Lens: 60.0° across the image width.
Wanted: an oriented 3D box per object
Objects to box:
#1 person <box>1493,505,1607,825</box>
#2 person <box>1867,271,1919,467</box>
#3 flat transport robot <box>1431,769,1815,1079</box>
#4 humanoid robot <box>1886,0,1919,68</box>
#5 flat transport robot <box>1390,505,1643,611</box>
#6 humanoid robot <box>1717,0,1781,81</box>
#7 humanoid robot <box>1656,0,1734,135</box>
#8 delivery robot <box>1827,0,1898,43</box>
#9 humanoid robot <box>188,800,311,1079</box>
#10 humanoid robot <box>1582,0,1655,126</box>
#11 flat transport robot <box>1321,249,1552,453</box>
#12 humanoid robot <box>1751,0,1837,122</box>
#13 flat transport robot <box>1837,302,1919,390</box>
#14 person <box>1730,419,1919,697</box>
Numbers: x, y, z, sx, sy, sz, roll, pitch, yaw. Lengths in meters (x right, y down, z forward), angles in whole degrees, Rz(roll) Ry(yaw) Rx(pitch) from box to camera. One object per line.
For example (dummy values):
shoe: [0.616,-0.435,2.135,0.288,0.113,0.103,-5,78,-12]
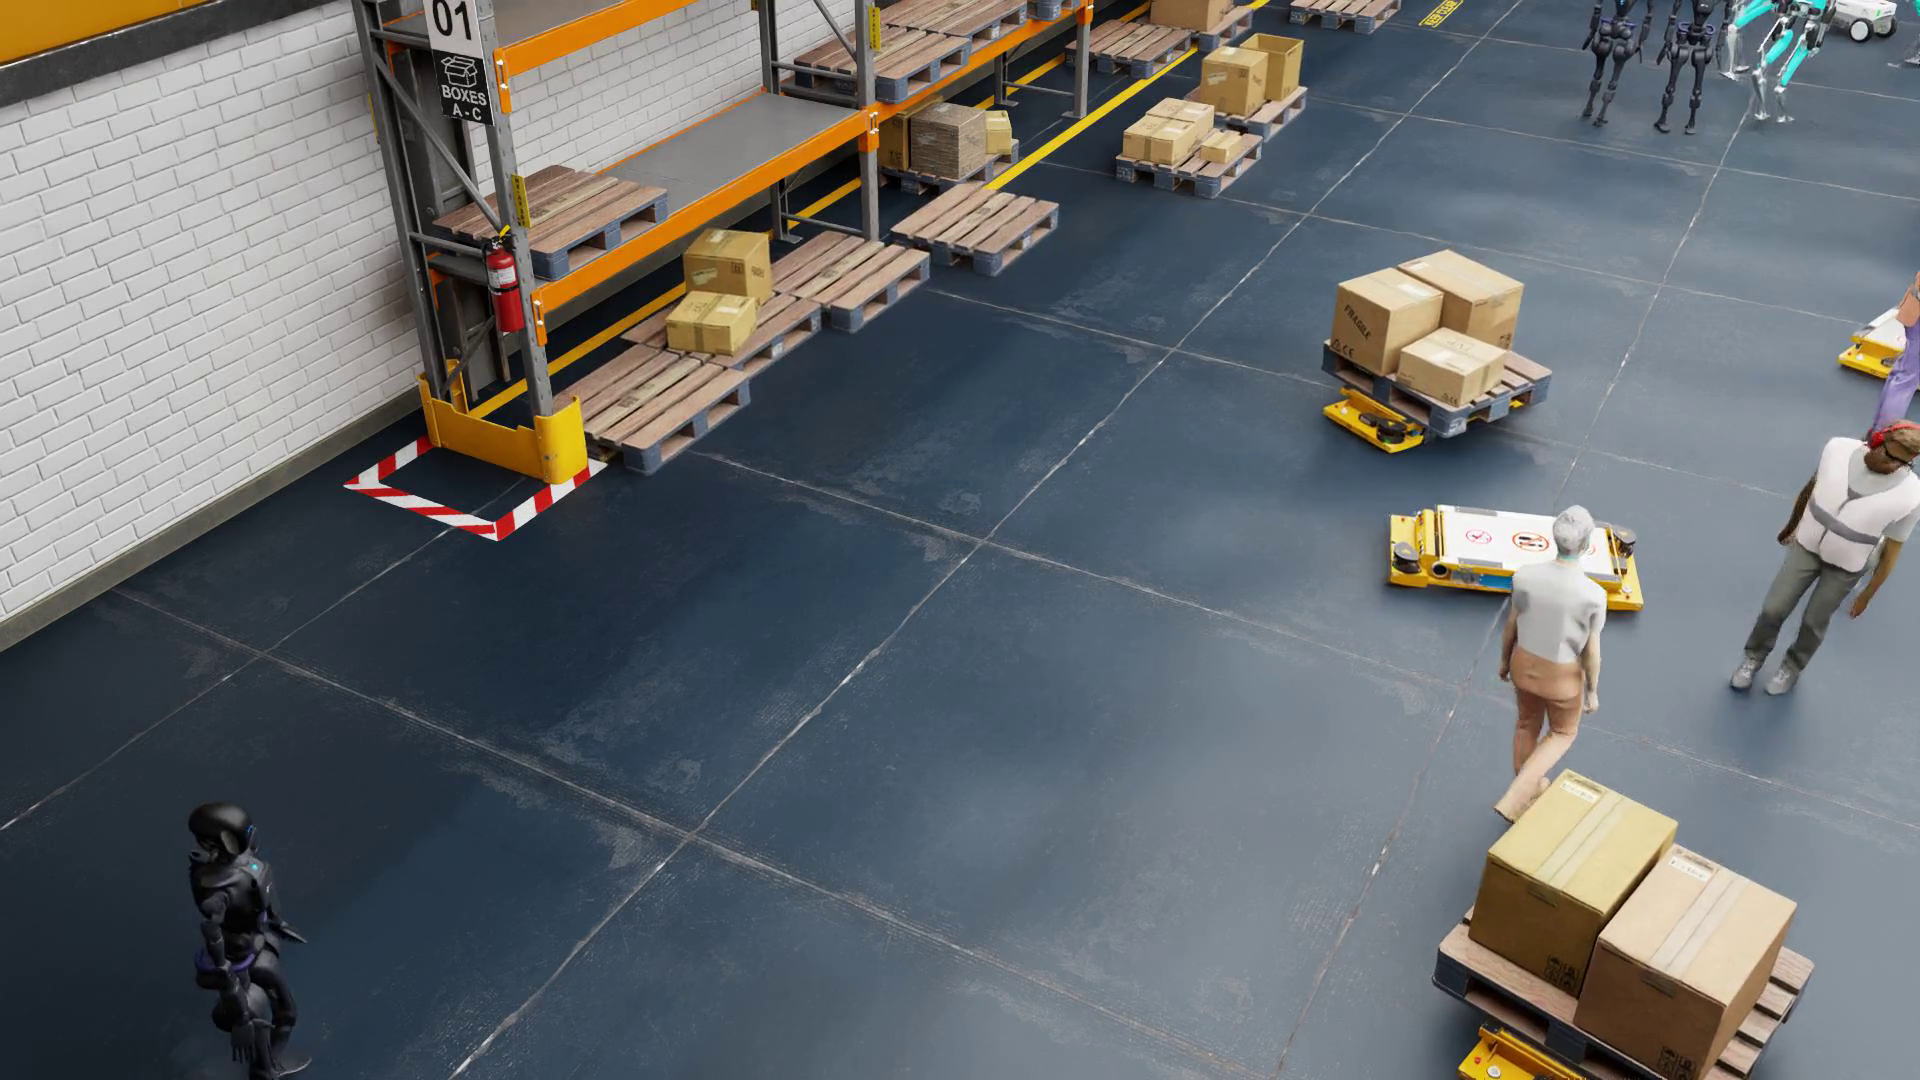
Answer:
person: [2.761,0.644,7.855,0.519,1.724,0.498,-29,43,-36]
person: [6.303,-1.396,10.829,0.397,1.847,0.563,17,37,23]
flat transport robot: [2.783,2.002,7.119,0.659,0.231,1.431,27,42,35]
humanoid robot: [10.420,-5.877,17.715,0.531,1.798,0.702,-24,40,-31]
flat transport robot: [3.325,0.097,10.001,1.431,0.231,0.659,7,34,10]
humanoid robot: [8.378,-5.784,17.560,0.888,1.761,0.590,-1,33,-1]
humanoid robot: [7.095,-4.779,16.089,0.591,1.649,0.322,9,35,14]
delivery robot: [10.282,-6.030,19.004,0.524,0.586,0.748,-17,37,-24]
humanoid robot: [-2.742,1.639,6.393,0.372,1.636,0.611,-3,34,-5]
humanoid robot: [6.452,-4.945,16.362,0.609,1.630,0.530,21,39,28]
flat transport robot: [3.304,-0.999,11.659,1.431,0.231,0.659,-20,38,-27]
humanoid robot: [8.057,-4.857,16.179,0.872,1.770,0.530,-25,41,-33]
flat transport robot: [7.207,-1.497,12.413,1.431,0.231,0.659,-26,42,-34]
person: [4.512,0.103,8.602,0.456,1.797,0.653,-25,41,-32]
